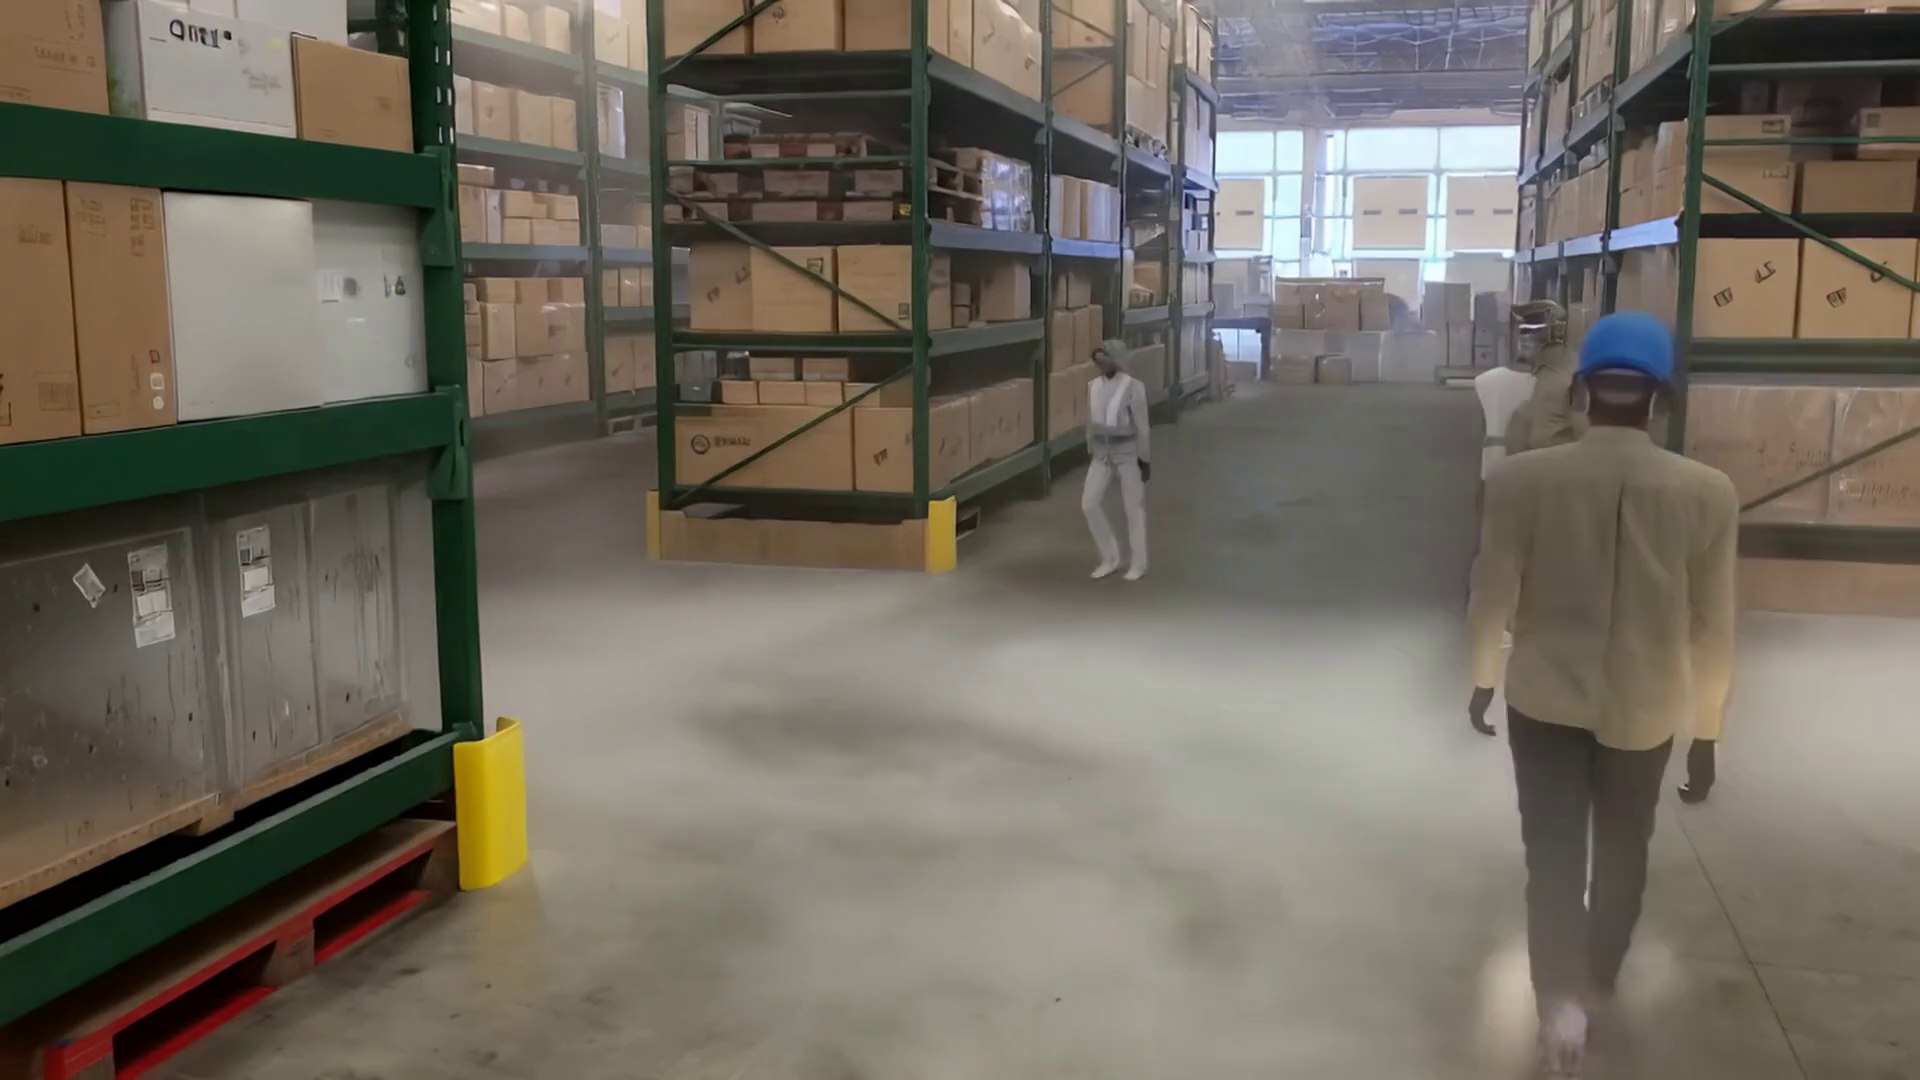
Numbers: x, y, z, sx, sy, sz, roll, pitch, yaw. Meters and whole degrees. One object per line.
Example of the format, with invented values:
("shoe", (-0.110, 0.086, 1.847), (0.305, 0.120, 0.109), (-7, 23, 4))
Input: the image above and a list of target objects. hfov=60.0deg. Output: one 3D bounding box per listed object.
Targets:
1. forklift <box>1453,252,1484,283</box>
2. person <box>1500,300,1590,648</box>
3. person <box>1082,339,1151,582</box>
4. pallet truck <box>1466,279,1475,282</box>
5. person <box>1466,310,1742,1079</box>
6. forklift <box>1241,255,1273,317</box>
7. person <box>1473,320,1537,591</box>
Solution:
("forklift", (15.616, -7.466, 51.204), (1.129, 2.768, 1.873), (-2, 9, -13))
("person", (3.063, -0.313, 8.846), (0.407, 1.906, 0.655), (-5, 10, -27))
("person", (1.044, -0.524, 11.078), (0.622, 1.615, 0.509), (9, 12, 44))
("pallet truck", (18.896, -8.459, 60.307), (1.885, 1.965, 0.823), (5, 10, 31))
("person", (1.615, 0.393, 4.271), (0.615, 1.931, 1.029), (2, 9, 14))
("forklift", (10.551, -8.662, 58.805), (1.129, 2.768, 1.873), (2, 9, 15))
("person", (2.998, -0.279, 8.892), (0.569, 1.833, 0.401), (8, 12, 40))
